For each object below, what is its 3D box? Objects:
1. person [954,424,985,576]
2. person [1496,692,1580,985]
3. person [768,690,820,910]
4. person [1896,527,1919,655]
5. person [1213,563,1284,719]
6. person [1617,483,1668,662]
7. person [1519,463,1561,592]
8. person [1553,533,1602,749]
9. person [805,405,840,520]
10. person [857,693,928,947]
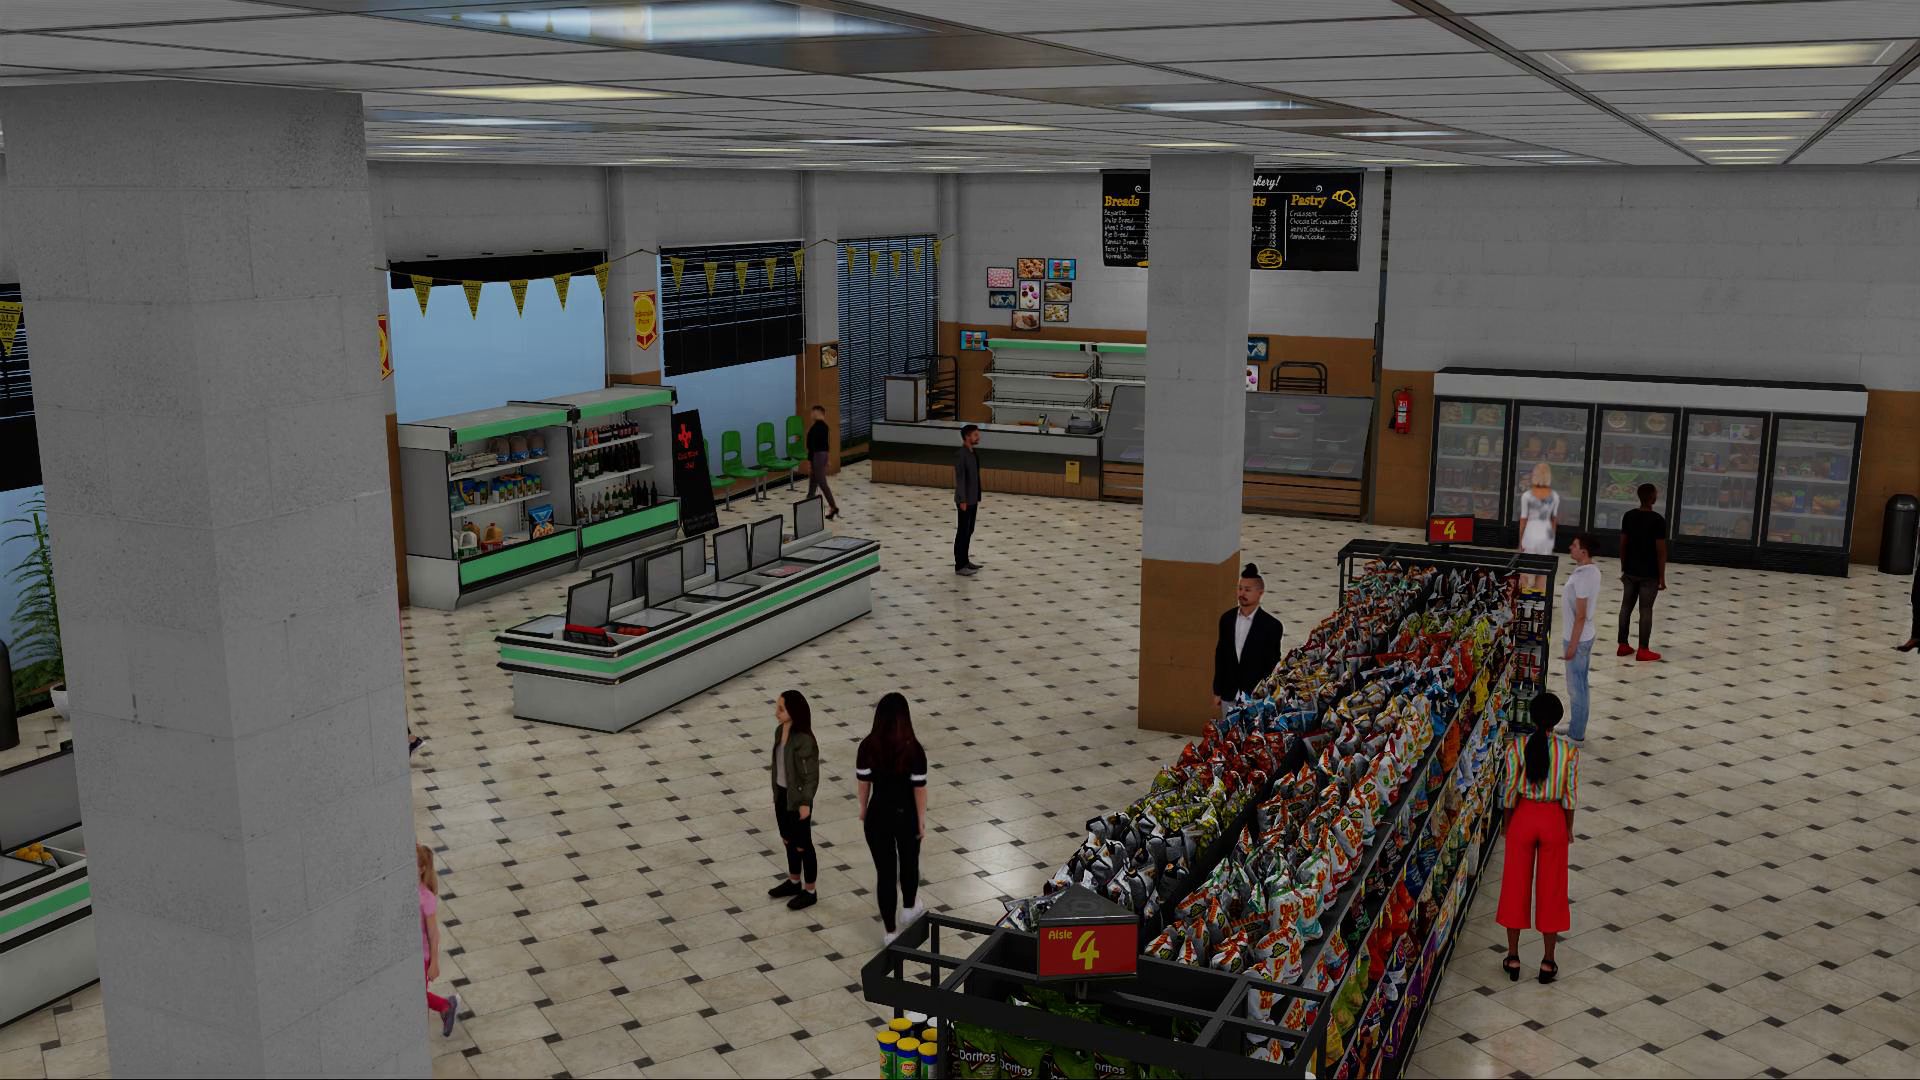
[{"bbox_3d":[0.091,-0.516,20.656,0.786,1.871,0.579,3,12,14],"label":"person"},{"bbox_3d":[3.457,1.774,9.970,0.620,1.793,0.565,4,12,17],"label":"person"},{"bbox_3d":[-1.100,1.708,11.053,0.649,1.475,0.654,-9,15,-35],"label":"person"},{"bbox_3d":[9.989,0.317,16.824,0.924,1.820,1.045,12,17,44],"label":"person"},{"bbox_3d":[2.187,1.132,12.637,0.764,1.950,0.692,10,15,39],"label":"person"},{"bbox_3d":[6.909,0.314,16.872,0.708,1.805,0.715,-8,14,-34],"label":"person"},{"bbox_3d":[6.413,0.024,18.412,0.617,1.738,0.617,3,12,12],"label":"person"},{"bbox_3d":[5.308,0.844,14.243,0.713,1.852,0.486,6,14,28],"label":"person"},{"bbox_3d":[-1.960,-1.085,23.939,0.732,1.631,0.917,4,13,19],"label":"person"},{"bbox_3d":[-0.433,1.779,10.370,0.775,1.618,0.946,1,12,4],"label":"person"}]
